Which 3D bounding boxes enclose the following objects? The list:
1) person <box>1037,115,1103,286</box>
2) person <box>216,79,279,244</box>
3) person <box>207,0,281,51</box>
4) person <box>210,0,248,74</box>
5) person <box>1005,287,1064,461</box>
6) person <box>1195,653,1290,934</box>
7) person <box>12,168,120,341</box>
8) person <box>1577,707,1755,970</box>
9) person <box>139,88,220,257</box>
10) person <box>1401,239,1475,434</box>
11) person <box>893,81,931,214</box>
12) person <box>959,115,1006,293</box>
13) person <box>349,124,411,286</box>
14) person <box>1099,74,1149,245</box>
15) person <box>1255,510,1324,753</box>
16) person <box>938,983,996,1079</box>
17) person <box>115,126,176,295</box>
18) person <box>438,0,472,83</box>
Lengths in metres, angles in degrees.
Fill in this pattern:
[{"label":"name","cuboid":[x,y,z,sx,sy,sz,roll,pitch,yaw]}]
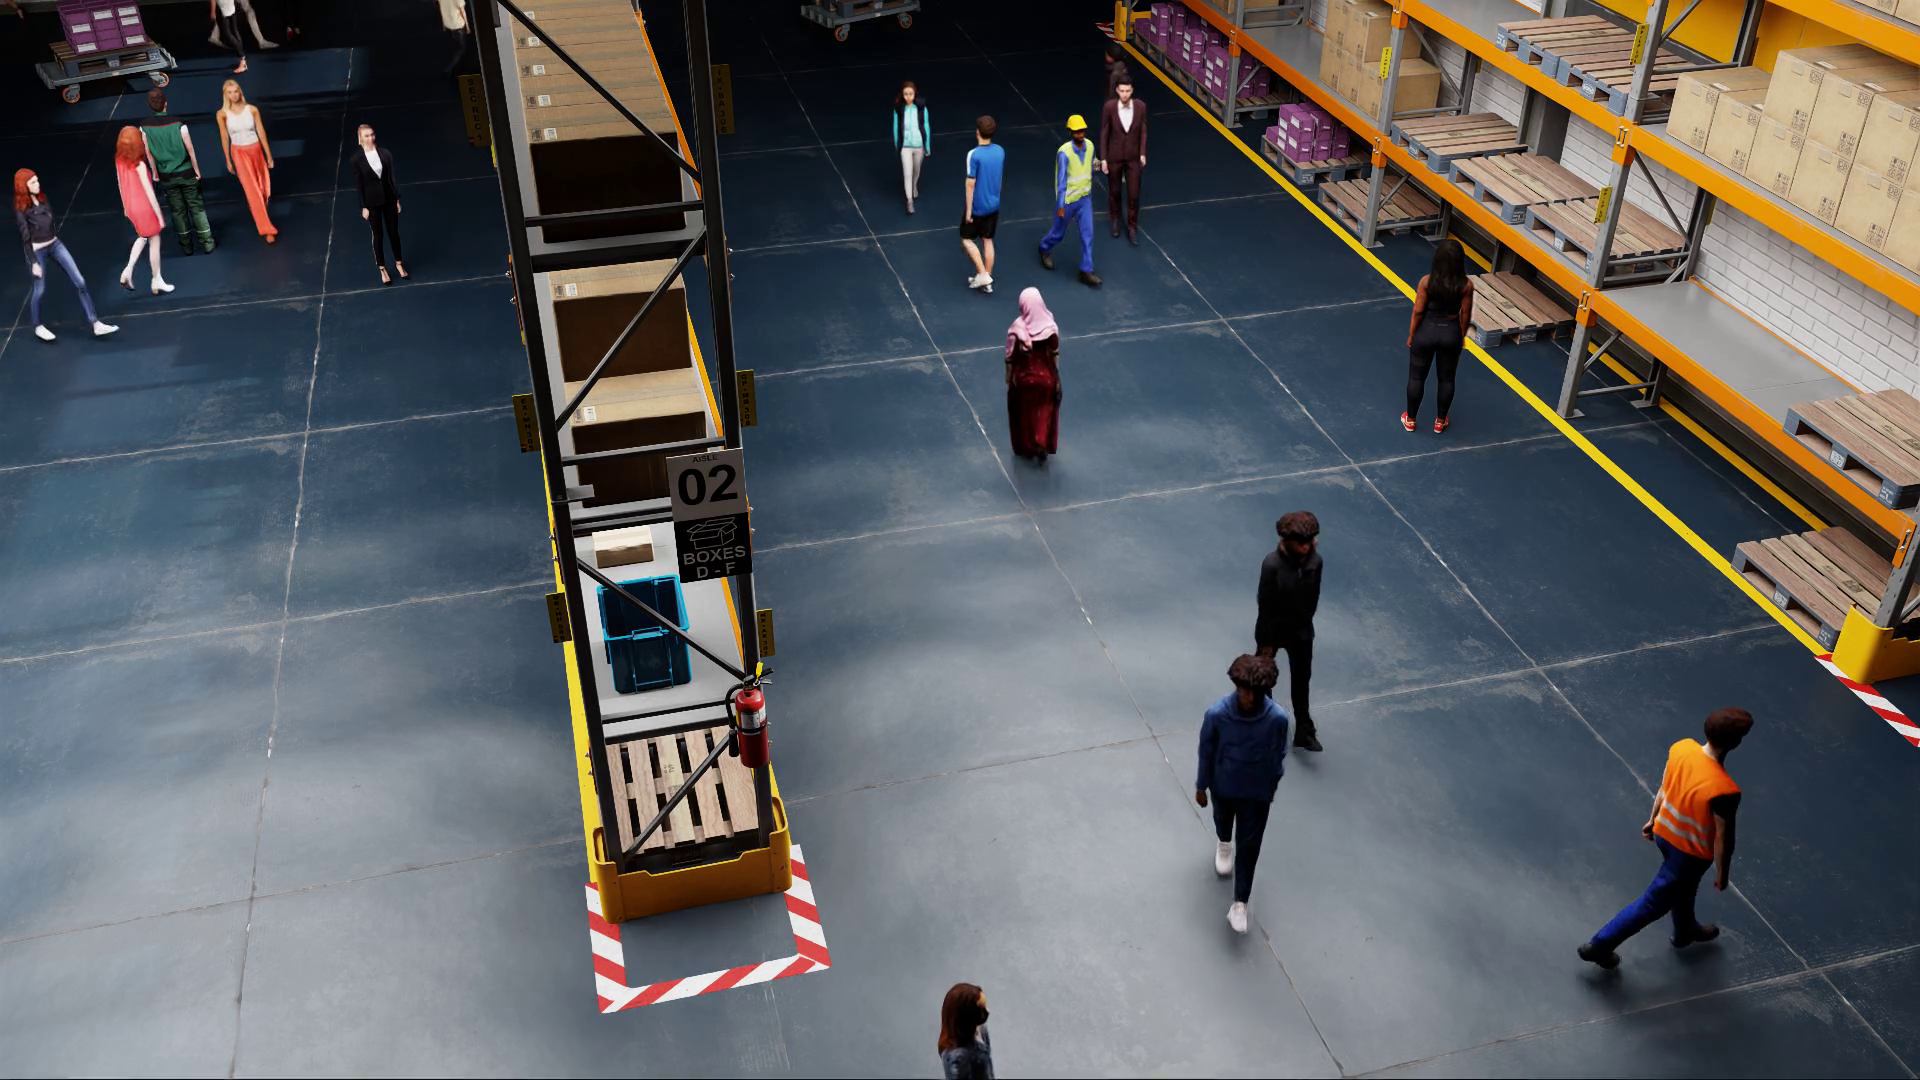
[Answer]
[{"label":"person","cuboid":[1.136,-3.605,17.465,0.944,1.786,1.268,-21,39,-28]},{"label":"person","cuboid":[-7.898,-4.239,18.438,0.871,1.765,1.257,-18,38,-25]},{"label":"person","cuboid":[-10.588,-7.942,23.964,0.714,1.814,1.139,-10,35,-14]},{"label":"person","cuboid":[-10.307,-7.515,23.341,0.863,1.792,0.571,5,34,8]},{"label":"person","cuboid":[0.641,-1.380,14.251,0.740,1.637,0.762,-3,34,-4]},{"label":"person","cuboid":[1.677,1.381,9.976,1.002,1.772,1.236,6,34,8]},{"label":"person","cuboid":[-8.986,-2.766,16.245,1.083,1.740,1.134,12,36,18]},{"label":"person","cuboid":[4.010,1.734,9.376,0.757,1.848,1.130,-8,34,-11]},{"label":"person","cuboid":[-8.471,-3.984,17.984,0.644,1.842,0.569,-7,34,-11]},{"label":"person","cuboid":[4.223,-1.791,14.712,0.769,1.813,0.779,7,34,10]},{"label":"person","cuboid":[-0.549,-4.586,19.231,0.635,1.464,1.006,-4,34,-7]},{"label":"person","cuboid":[0.304,-3.419,17.125,0.822,1.853,0.858,-28,43,-35]},{"label":"person","cuboid":[-6.069,-3.518,17.406,0.688,1.707,0.684,-24,40,-32]},{"label":"person","cuboid":[1.800,-4.272,18.416,0.838,1.844,0.958,0,34,0]},{"label":"person","cuboid":[2.169,0.525,11.287,0.646,1.746,0.987,-7,34,-11]},{"label":"person","cuboid":[-0.030,2.732,8.230,0.915,1.454,1.013,6,34,9]},{"label":"person","cuboid":[-8.429,-3.296,16.984,0.910,1.803,0.969,15,36,21]},{"label":"person","cuboid":[-6.957,-7.031,22.814,0.885,1.570,0.936,16,37,23]}]
